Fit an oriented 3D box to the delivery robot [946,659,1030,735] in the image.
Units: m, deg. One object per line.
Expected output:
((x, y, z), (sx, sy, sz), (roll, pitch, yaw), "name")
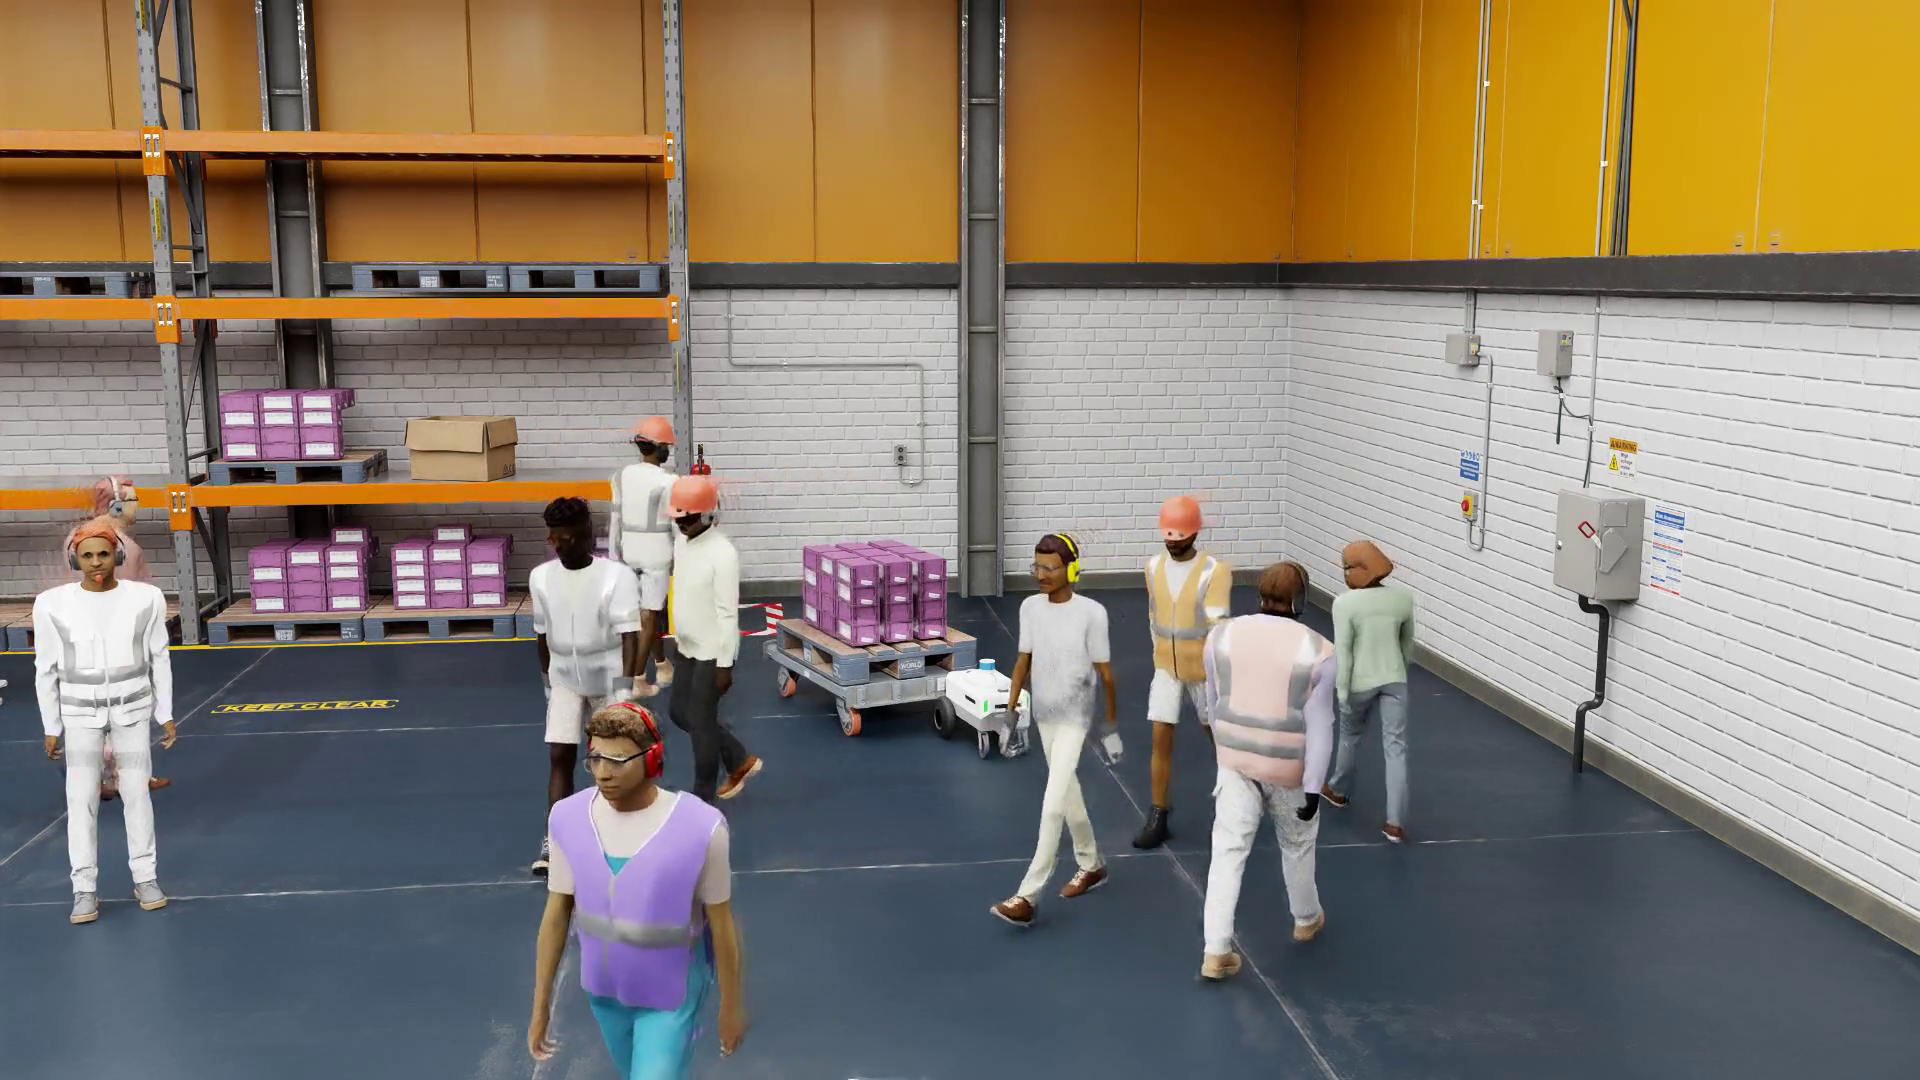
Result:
((0.176, 1.008, 10.664), (0.477, 0.478, 0.707), (-3, 10, -21), "delivery robot")

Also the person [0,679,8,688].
((-7.241, 0.168, 11.955), (0.596, 1.918, 0.385), (0, 9, 0), "person")

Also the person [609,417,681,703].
((-2.133, 0.125, 11.916), (0.638, 2.010, 0.870), (6, 11, 32), "person")

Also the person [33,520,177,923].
((-4.020, 0.843, 7.850), (0.573, 1.883, 0.359), (-6, 11, -31), "person")

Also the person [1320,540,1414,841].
((2.234, 0.784, 9.086), (0.521, 1.583, 0.823), (-1, 9, -9), "person")

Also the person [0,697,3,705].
((-6.965, 0.263, 11.592), (0.345, 1.846, 0.507), (-6, 11, -35), "person")

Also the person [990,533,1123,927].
((0.428, 0.879, 7.817), (0.549, 1.820, 0.964), (9, 13, 44), "person")

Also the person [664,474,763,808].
((-1.380, 0.595, 9.142), (0.567, 1.965, 0.651), (-6, 11, -34), "person")

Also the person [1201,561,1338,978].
((1.339, 0.985, 7.289), (0.627, 1.797, 0.959), (5, 10, 28), "person")

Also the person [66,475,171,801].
((-4.851, 0.576, 9.507), (0.646, 1.892, 0.514), (8, 12, 41), "person")

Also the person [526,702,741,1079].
((-0.987, 1.366, 4.822), (0.582, 1.795, 0.947), (4, 10, 21), "person")

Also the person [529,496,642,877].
((-1.915, 0.733, 8.443), (0.624, 1.905, 1.008), (1, 9, 6), "person")

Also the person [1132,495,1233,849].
((1.271, 0.664, 9.017), (0.558, 1.883, 1.007), (6, 11, 35), "person")
